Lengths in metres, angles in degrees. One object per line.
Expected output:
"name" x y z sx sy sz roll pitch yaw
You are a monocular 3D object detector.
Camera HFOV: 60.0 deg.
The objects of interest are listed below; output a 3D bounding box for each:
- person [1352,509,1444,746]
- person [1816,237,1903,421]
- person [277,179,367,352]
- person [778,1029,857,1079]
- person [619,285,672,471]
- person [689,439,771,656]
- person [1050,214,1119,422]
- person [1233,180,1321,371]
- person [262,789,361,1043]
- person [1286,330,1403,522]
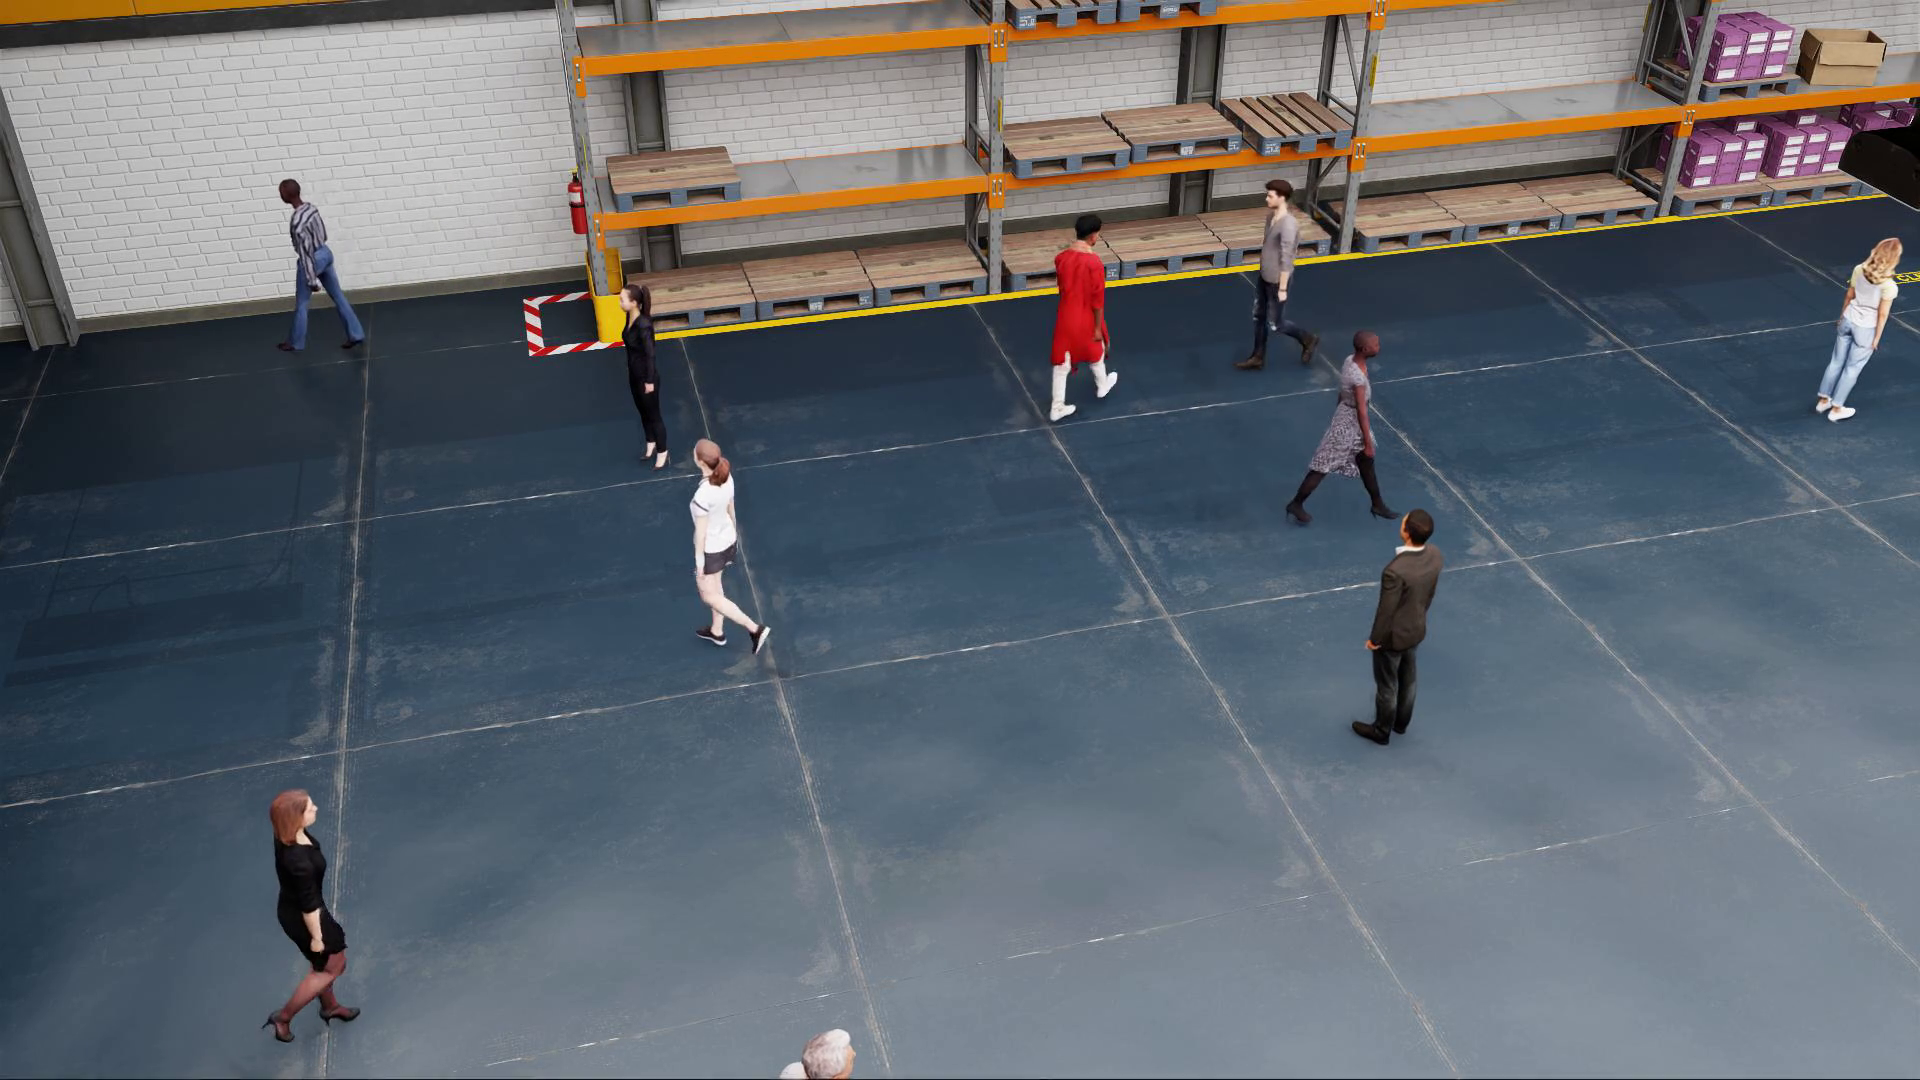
"person" 2.925 0.577 11.027 0.626 1.805 0.806 -23 40 -30
"person" 8.001 -1.886 14.807 0.601 1.722 0.652 -14 36 -20
"person" -6.014 -2.576 15.814 1.127 1.756 0.877 2 34 4
"person" -0.597 2.898 7.441 0.795 1.909 0.823 -25 41 -33
"person" -2.674 -1.373 14.045 0.568 1.711 0.627 -18 38 -25
"person" -1.678 0.098 11.813 1.009 1.732 0.930 16 37 23
"person" 0.989 -1.907 14.745 1.142 1.827 1.244 25 41 32
"person" 3.008 -2.416 15.460 1.025 1.882 0.735 -9 35 -13
"person" -3.574 2.059 8.906 0.898 1.683 0.752 -20 39 -27
"person" 2.983 -0.829 13.208 1.253 1.731 0.926 3 34 4
